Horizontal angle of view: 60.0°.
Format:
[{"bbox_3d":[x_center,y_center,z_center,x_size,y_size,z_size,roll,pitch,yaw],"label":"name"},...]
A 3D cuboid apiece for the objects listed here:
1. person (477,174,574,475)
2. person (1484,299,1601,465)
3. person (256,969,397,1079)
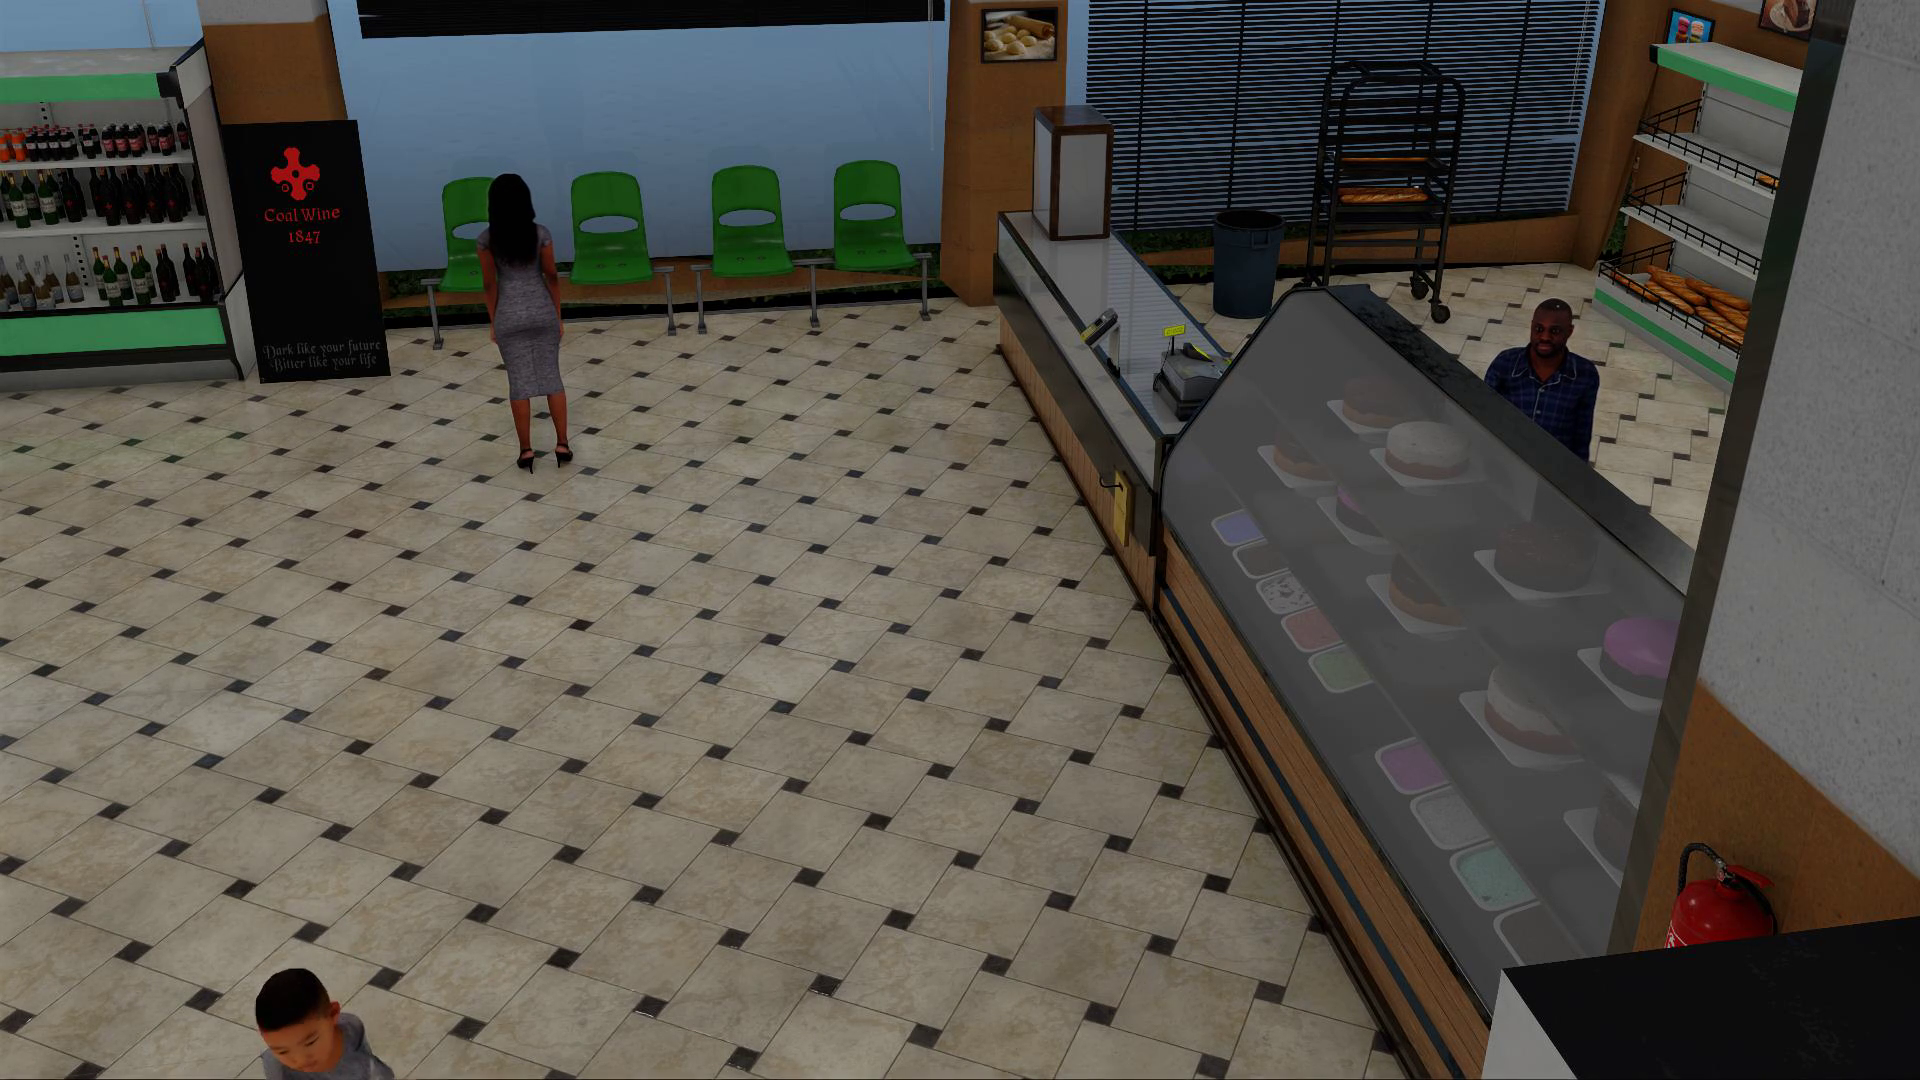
[{"bbox_3d":[-2.507,-1.243,9.626,0.499,1.781,0.672,-9,28,-17],"label":"person"},{"bbox_3d":[2.577,-0.229,7.580,0.730,1.824,0.842,9,28,17],"label":"person"},{"bbox_3d":[-1.646,1.585,4.447,0.864,1.423,0.900,22,34,36],"label":"person"}]
